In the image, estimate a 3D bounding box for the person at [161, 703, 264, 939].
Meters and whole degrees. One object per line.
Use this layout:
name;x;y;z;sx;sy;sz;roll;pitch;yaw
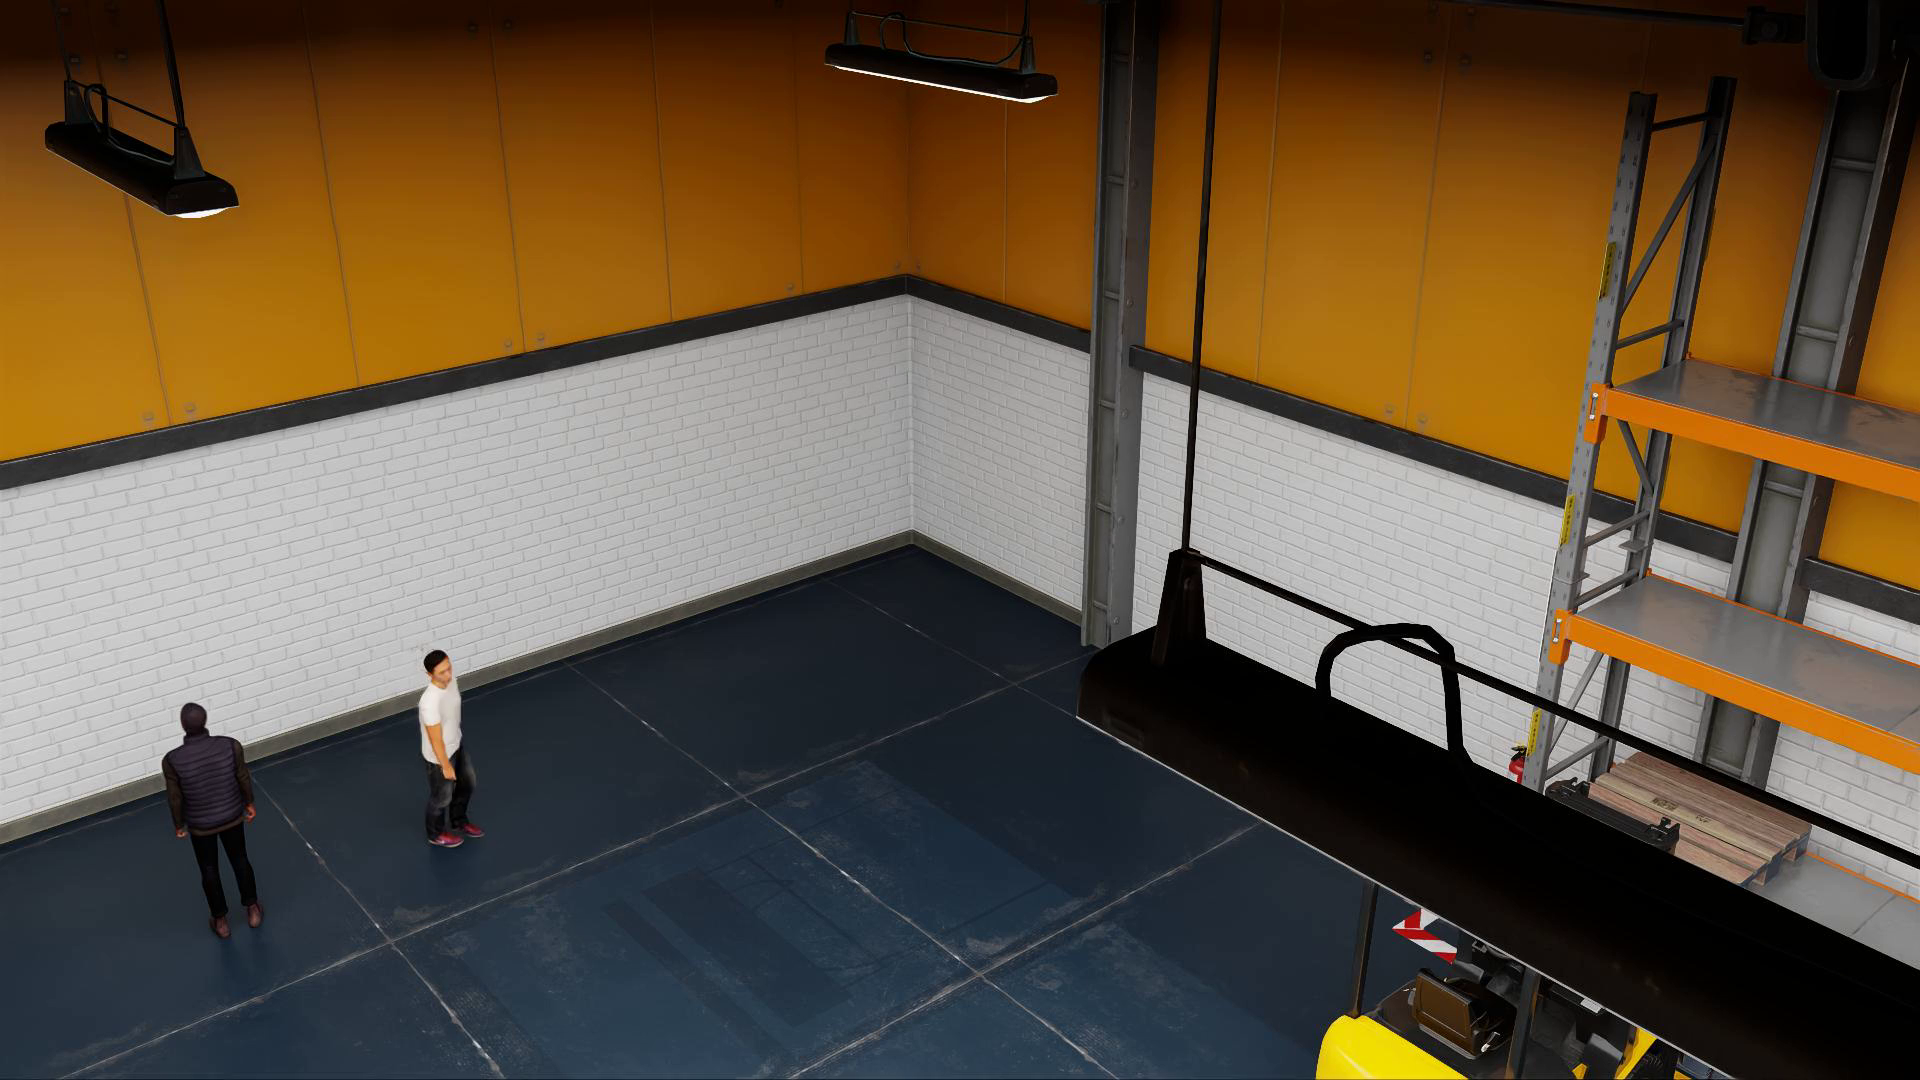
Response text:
person;-5.275;1.963;11.757;0.726;1.835;0.598;-15;28;-30

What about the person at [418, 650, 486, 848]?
person;-3.996;1.591;12.698;0.888;1.764;0.834;-1;24;-2
